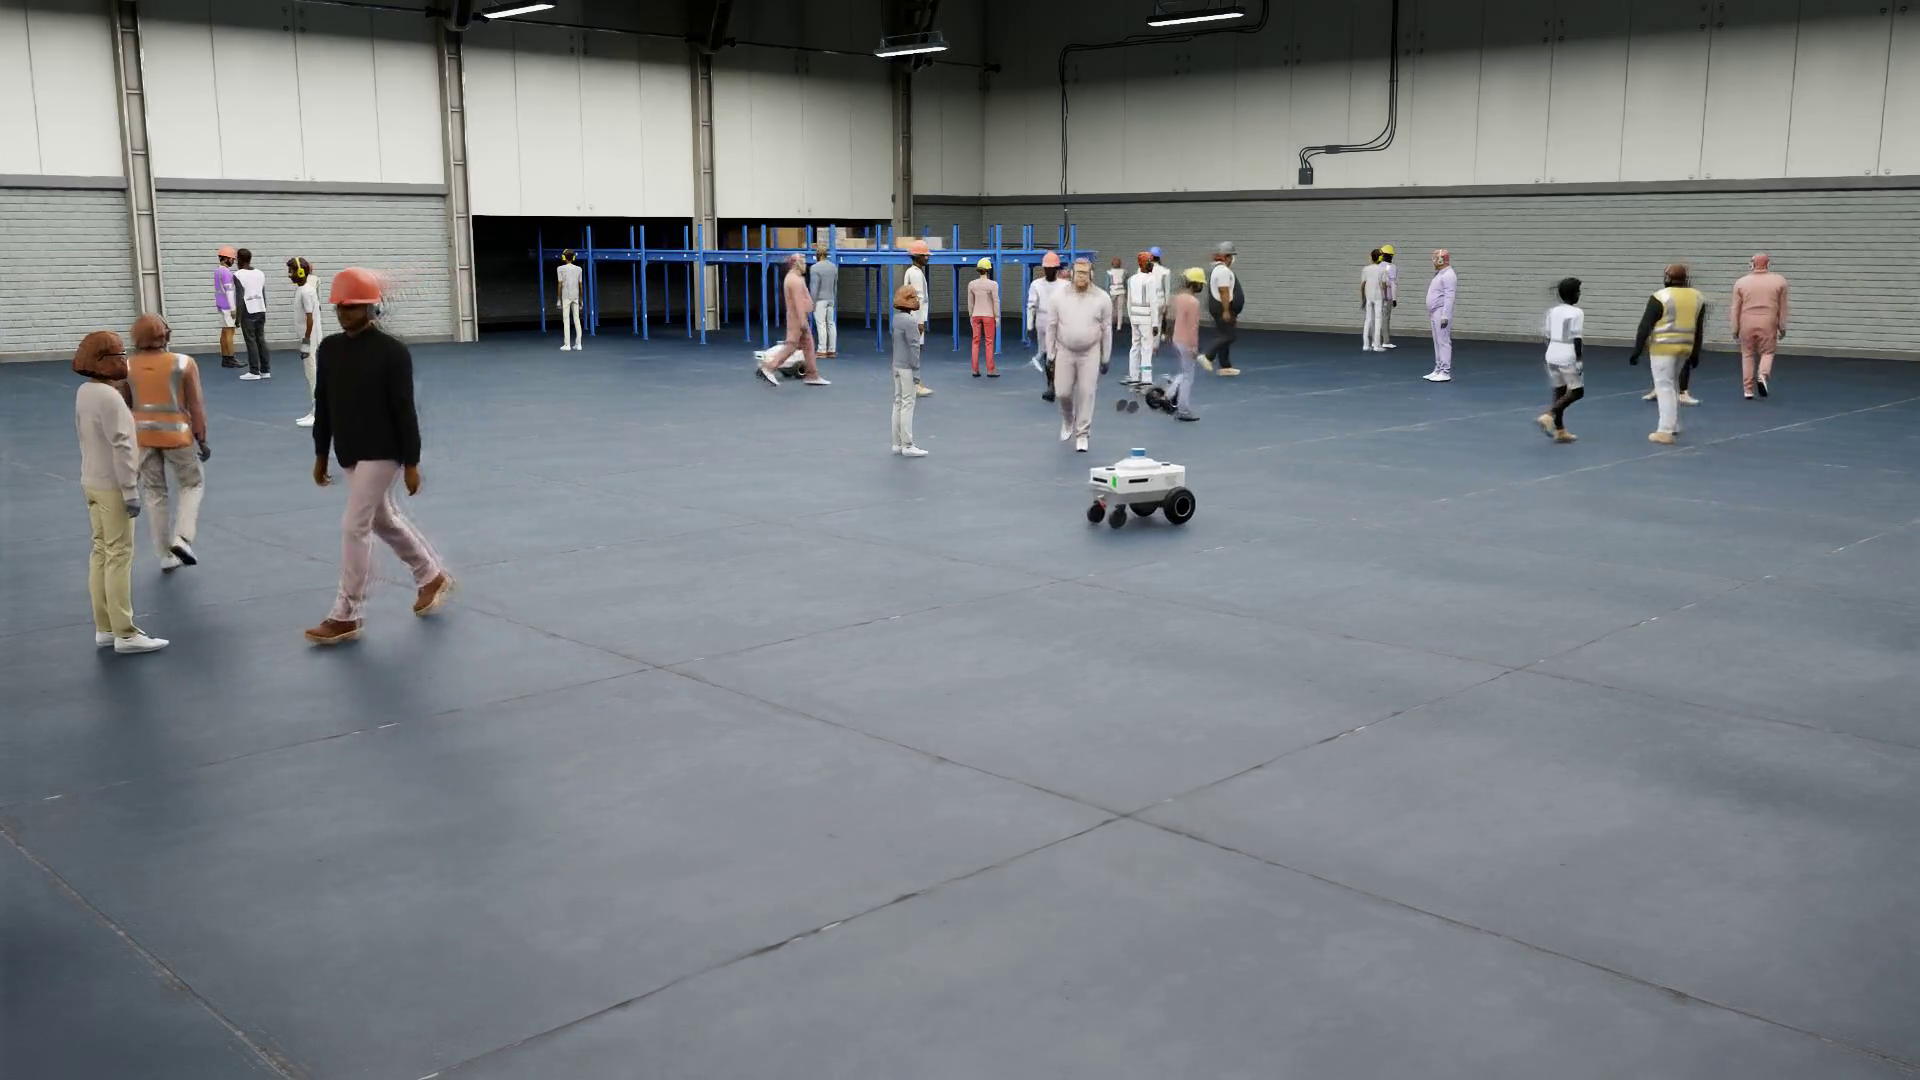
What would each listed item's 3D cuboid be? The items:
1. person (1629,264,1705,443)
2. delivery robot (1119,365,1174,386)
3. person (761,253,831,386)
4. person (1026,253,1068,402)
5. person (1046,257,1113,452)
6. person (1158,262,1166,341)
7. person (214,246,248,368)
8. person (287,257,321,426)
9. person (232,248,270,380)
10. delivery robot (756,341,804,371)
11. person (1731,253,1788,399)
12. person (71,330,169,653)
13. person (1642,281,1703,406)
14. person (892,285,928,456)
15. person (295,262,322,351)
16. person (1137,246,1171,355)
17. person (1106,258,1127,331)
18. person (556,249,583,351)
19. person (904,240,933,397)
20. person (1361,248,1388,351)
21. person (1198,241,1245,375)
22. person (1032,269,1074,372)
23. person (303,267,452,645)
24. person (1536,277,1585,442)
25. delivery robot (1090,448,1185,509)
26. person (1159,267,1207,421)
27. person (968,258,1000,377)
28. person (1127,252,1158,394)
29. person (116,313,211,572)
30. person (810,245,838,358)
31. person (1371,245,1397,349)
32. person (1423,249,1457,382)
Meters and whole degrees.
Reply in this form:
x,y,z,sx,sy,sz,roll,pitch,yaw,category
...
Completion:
x,y,z,sx,sy,sz,roll,pitch,yaw,category
7.272,-1.925,17.146,0.641,1.820,0.547,-4,11,-21,person
2.284,-2.005,20.169,0.698,0.223,0.335,-5,11,-23,delivery robot
-2.344,-3.113,23.481,0.930,1.876,0.646,-1,10,-5,person
1.157,-2.747,21.442,0.556,1.893,0.980,3,11,16,person
1.179,-1.841,16.456,0.664,1.894,0.518,1,10,7,person
3.920,-4.822,33.375,0.541,1.636,0.911,-2,11,-12,person
-11.792,-3.758,26.831,0.371,1.928,0.543,-9,14,-40,person
-7.305,-2.210,18.565,0.329,1.865,0.516,-4,11,-20,person
-10.465,-3.340,24.578,0.372,1.916,0.596,3,11,16,person
-2.671,-2.712,24.734,0.707,0.478,0.477,-6,12,-31,delivery robot
10.341,-2.770,21.547,0.661,1.884,0.422,5,12,25,person
-4.321,-0.249,8.495,0.498,1.634,0.278,10,15,44,person
8.984,-2.523,20.824,0.648,1.661,0.344,1,10,6,person
-0.506,-1.640,16.075,0.280,1.636,0.502,-4,11,-23,person
-11.834,-4.240,30.240,0.309,1.641,0.514,7,12,33,person
3.398,-4.204,29.287,0.599,1.921,0.906,1,10,3,person
3.469,-5.476,37.093,0.514,1.598,0.848,-1,10,-7,person
-7.226,-4.450,30.796,0.516,1.865,0.321,-8,13,-38,person
-0.545,-2.940,22.053,0.391,2.040,0.615,-2,11,-10,person
7.619,-4.409,30.540,0.532,1.868,0.311,10,14,42,person
3.969,-3.469,25.062,0.619,2.000,0.697,0,10,1,person
1.511,-3.352,25.532,0.773,1.609,0.518,3,11,18,person
-3.125,-0.483,8.917,0.628,1.954,0.999,6,12,30,person
6.138,-1.831,16.954,0.449,1.686,0.548,-2,11,-13,person
1.316,-0.439,12.324,0.707,0.478,0.477,-6,12,-31,delivery robot
2.598,-2.236,19.003,0.428,1.743,0.537,-3,11,-15,person
0.367,-3.340,24.980,0.527,1.772,0.305,6,12,29,person
2.481,-2.923,22.401,0.356,1.883,0.572,-6,12,-31,person
-5.005,-0.610,10.468,0.548,1.621,0.367,-2,11,-9,person
-2.359,-4.122,28.784,0.353,1.937,0.635,8,13,36,person
7.983,-4.579,31.326,0.383,1.921,0.585,-8,13,-36,person
6.981,-3.265,24.209,0.401,1.904,0.646,1,10,4,person
